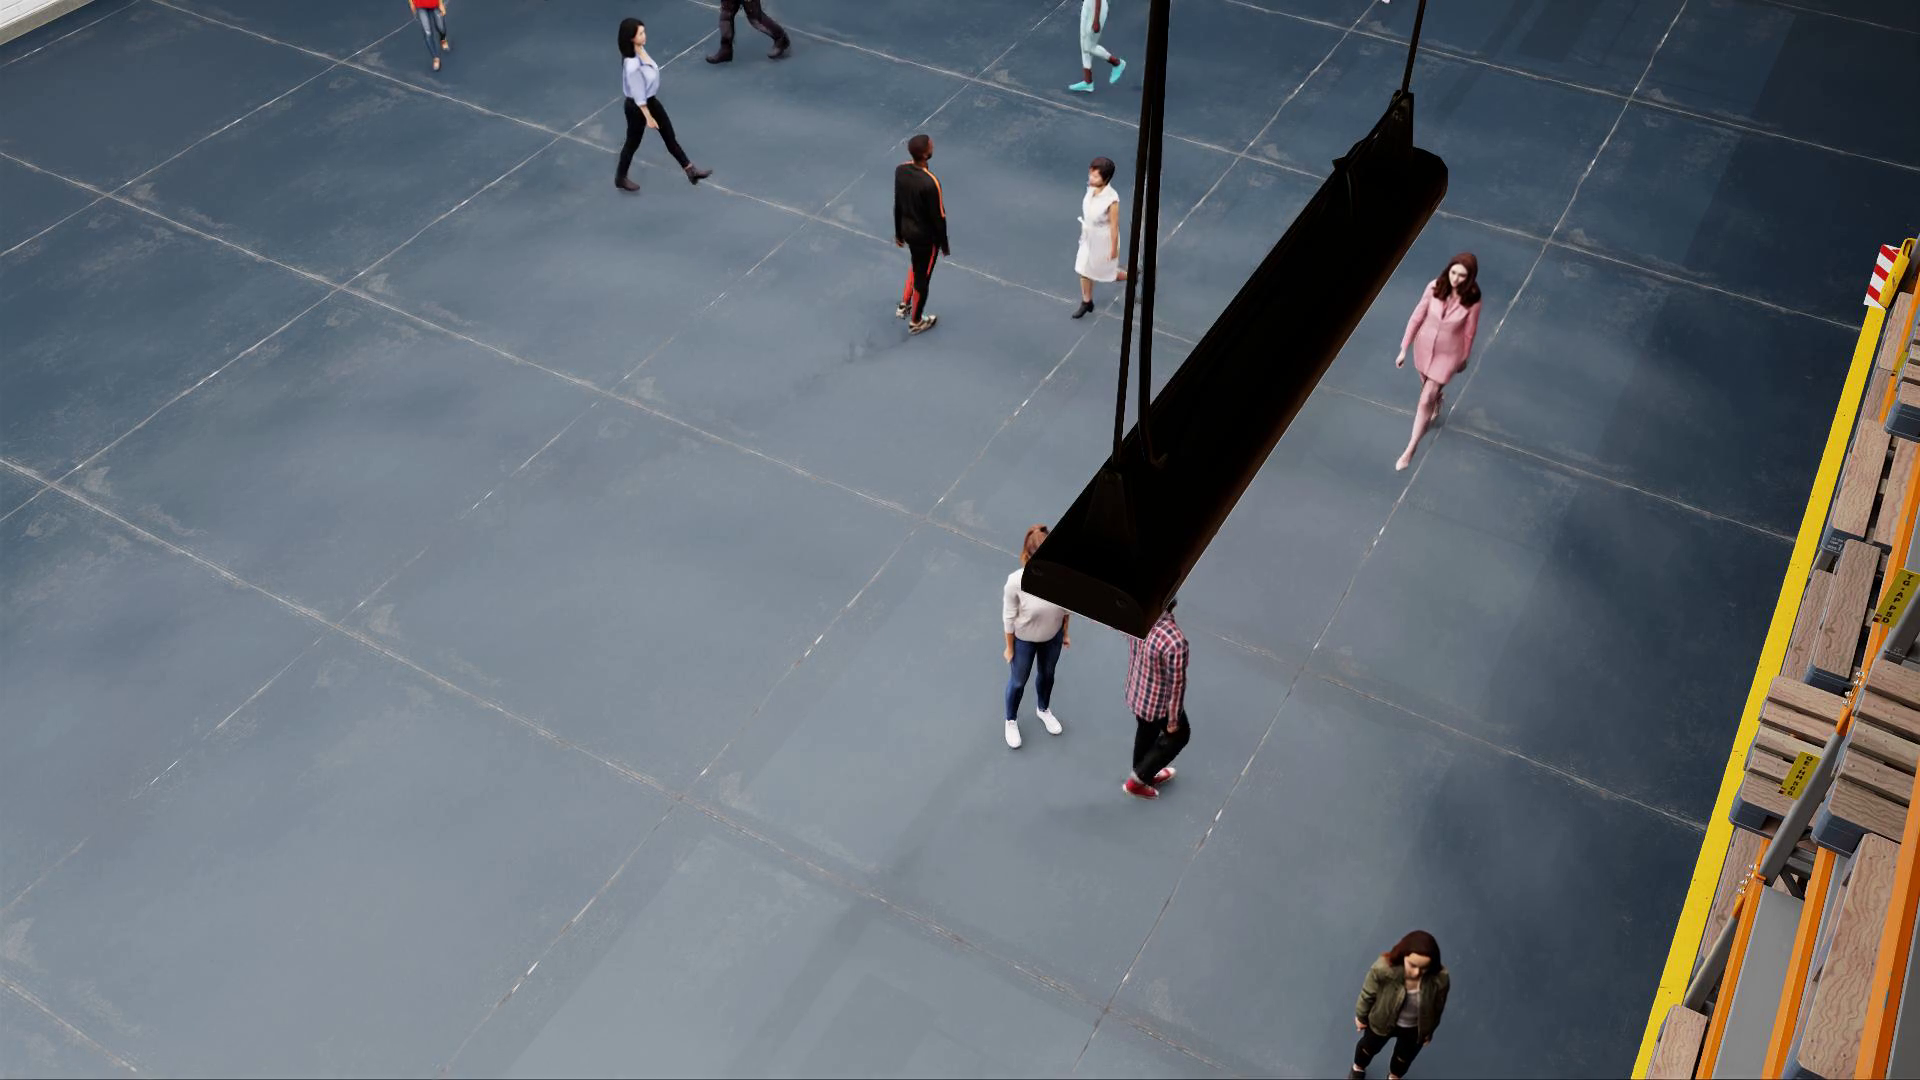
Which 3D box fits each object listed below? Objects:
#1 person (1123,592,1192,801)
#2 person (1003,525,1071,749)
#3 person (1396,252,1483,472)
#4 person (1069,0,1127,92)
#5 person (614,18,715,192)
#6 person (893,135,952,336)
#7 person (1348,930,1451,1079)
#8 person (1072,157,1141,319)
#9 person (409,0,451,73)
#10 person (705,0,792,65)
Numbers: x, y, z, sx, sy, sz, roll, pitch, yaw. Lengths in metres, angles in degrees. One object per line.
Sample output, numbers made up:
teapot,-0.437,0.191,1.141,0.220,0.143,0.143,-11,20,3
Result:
person,1.113,0.943,9.980,0.871,1.731,0.860,-19,47,-19
person,0.468,0.596,10.352,0.667,1.720,0.750,-15,46,-15
person,3.605,-1.433,12.457,0.723,1.755,1.162,28,50,26
person,1.396,-5.233,16.477,0.898,1.711,0.843,-9,44,-10
person,-2.963,-3.880,15.069,1.038,1.693,1.192,2,44,3
person,-0.390,-2.434,13.477,0.733,1.796,0.710,-31,52,-28
person,2.262,2.461,8.571,0.631,1.475,0.607,7,44,8
person,1.221,-2.505,13.743,0.945,1.532,0.779,-23,48,-22
person,-5.457,-5.508,17.065,0.691,1.298,0.761,-7,44,-8
person,-2.143,-5.702,16.900,1.263,1.806,1.075,-23,48,-22
